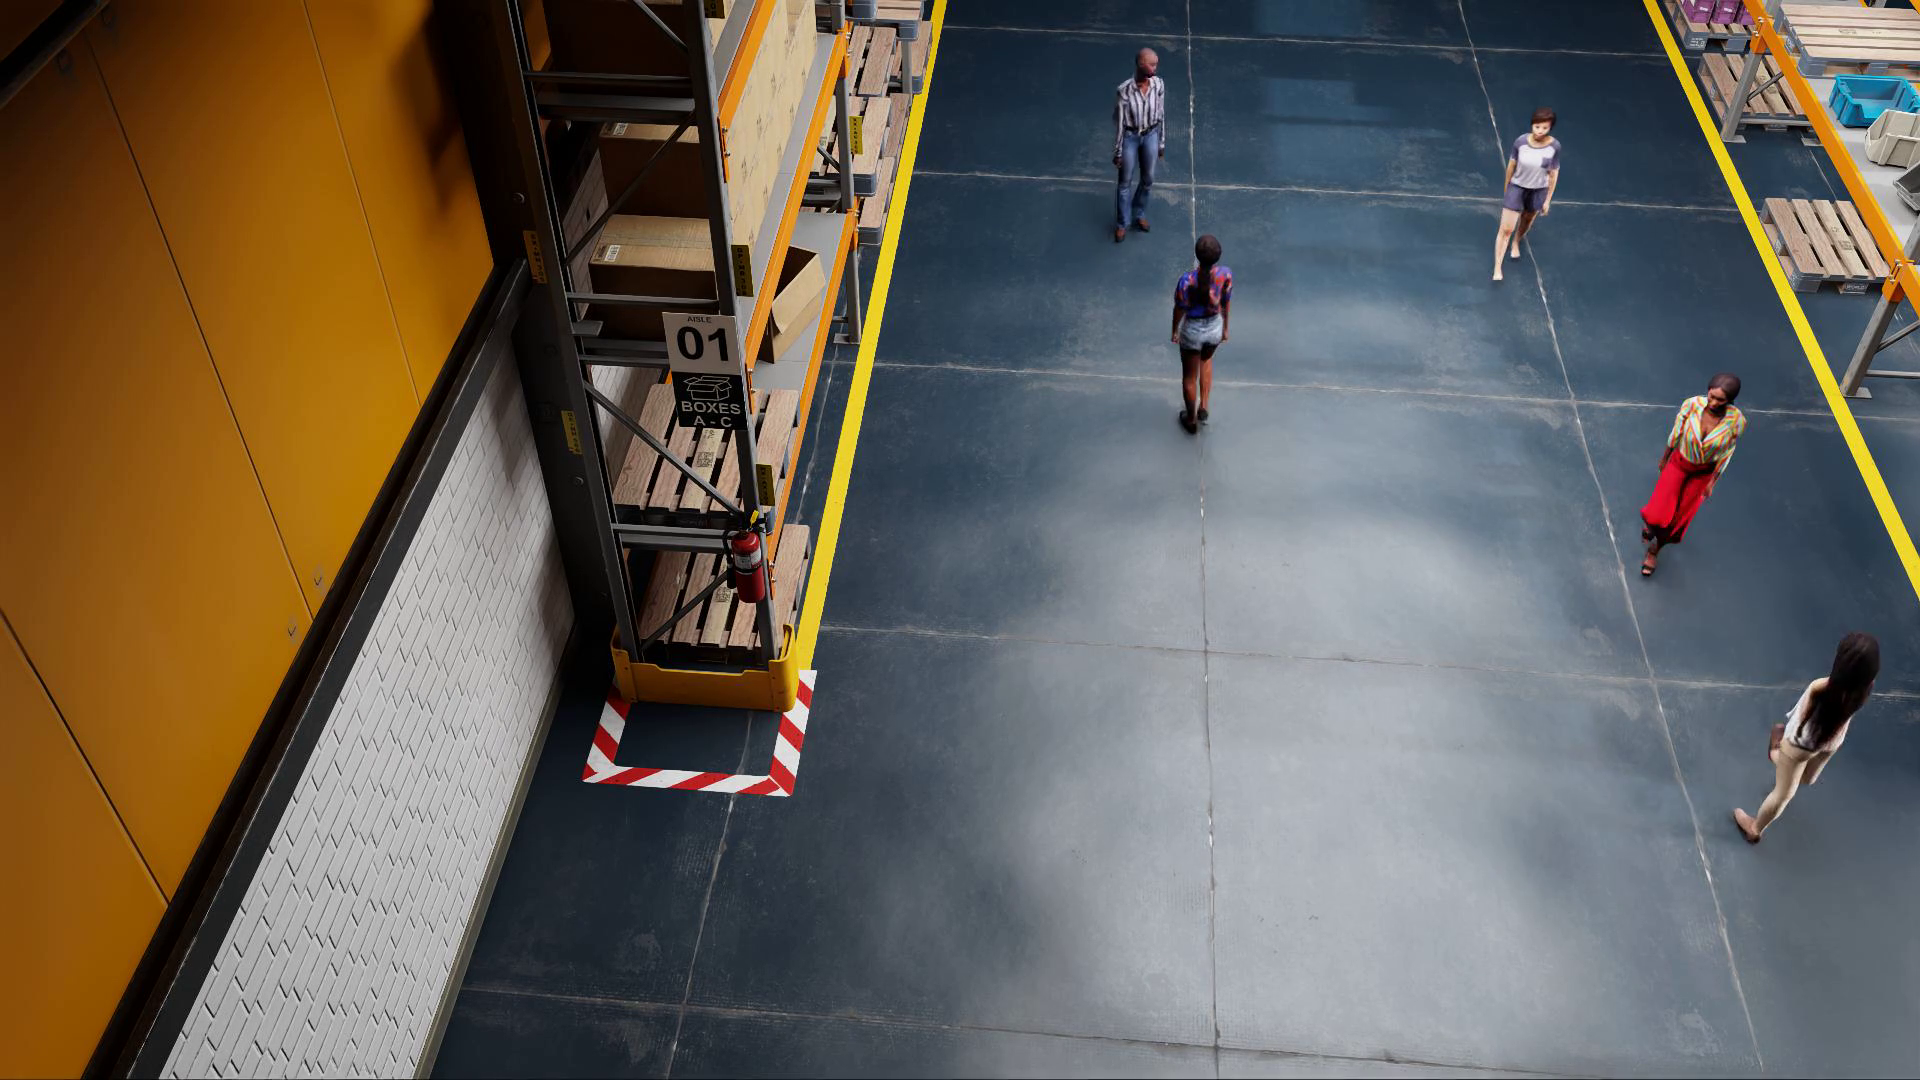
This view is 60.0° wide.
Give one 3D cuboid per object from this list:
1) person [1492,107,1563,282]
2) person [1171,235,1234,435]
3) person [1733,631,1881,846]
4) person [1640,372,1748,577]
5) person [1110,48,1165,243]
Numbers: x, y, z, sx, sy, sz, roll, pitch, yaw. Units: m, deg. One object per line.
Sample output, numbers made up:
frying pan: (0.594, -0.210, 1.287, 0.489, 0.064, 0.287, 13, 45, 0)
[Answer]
person: (4.889, -3.046, 14.298, 0.680, 1.523, 1.035, 11, 45, 11)
person: (1.839, -1.492, 12.520, 0.672, 1.726, 0.680, -7, 44, -8)
person: (4.985, 1.088, 9.868, 0.682, 1.646, 0.863, -4, 44, -5)
person: (5.029, -0.487, 11.428, 0.736, 1.777, 0.864, 21, 47, 20)
person: (1.530, -3.449, 14.530, 0.753, 1.786, 0.726, -8, 44, -9)
